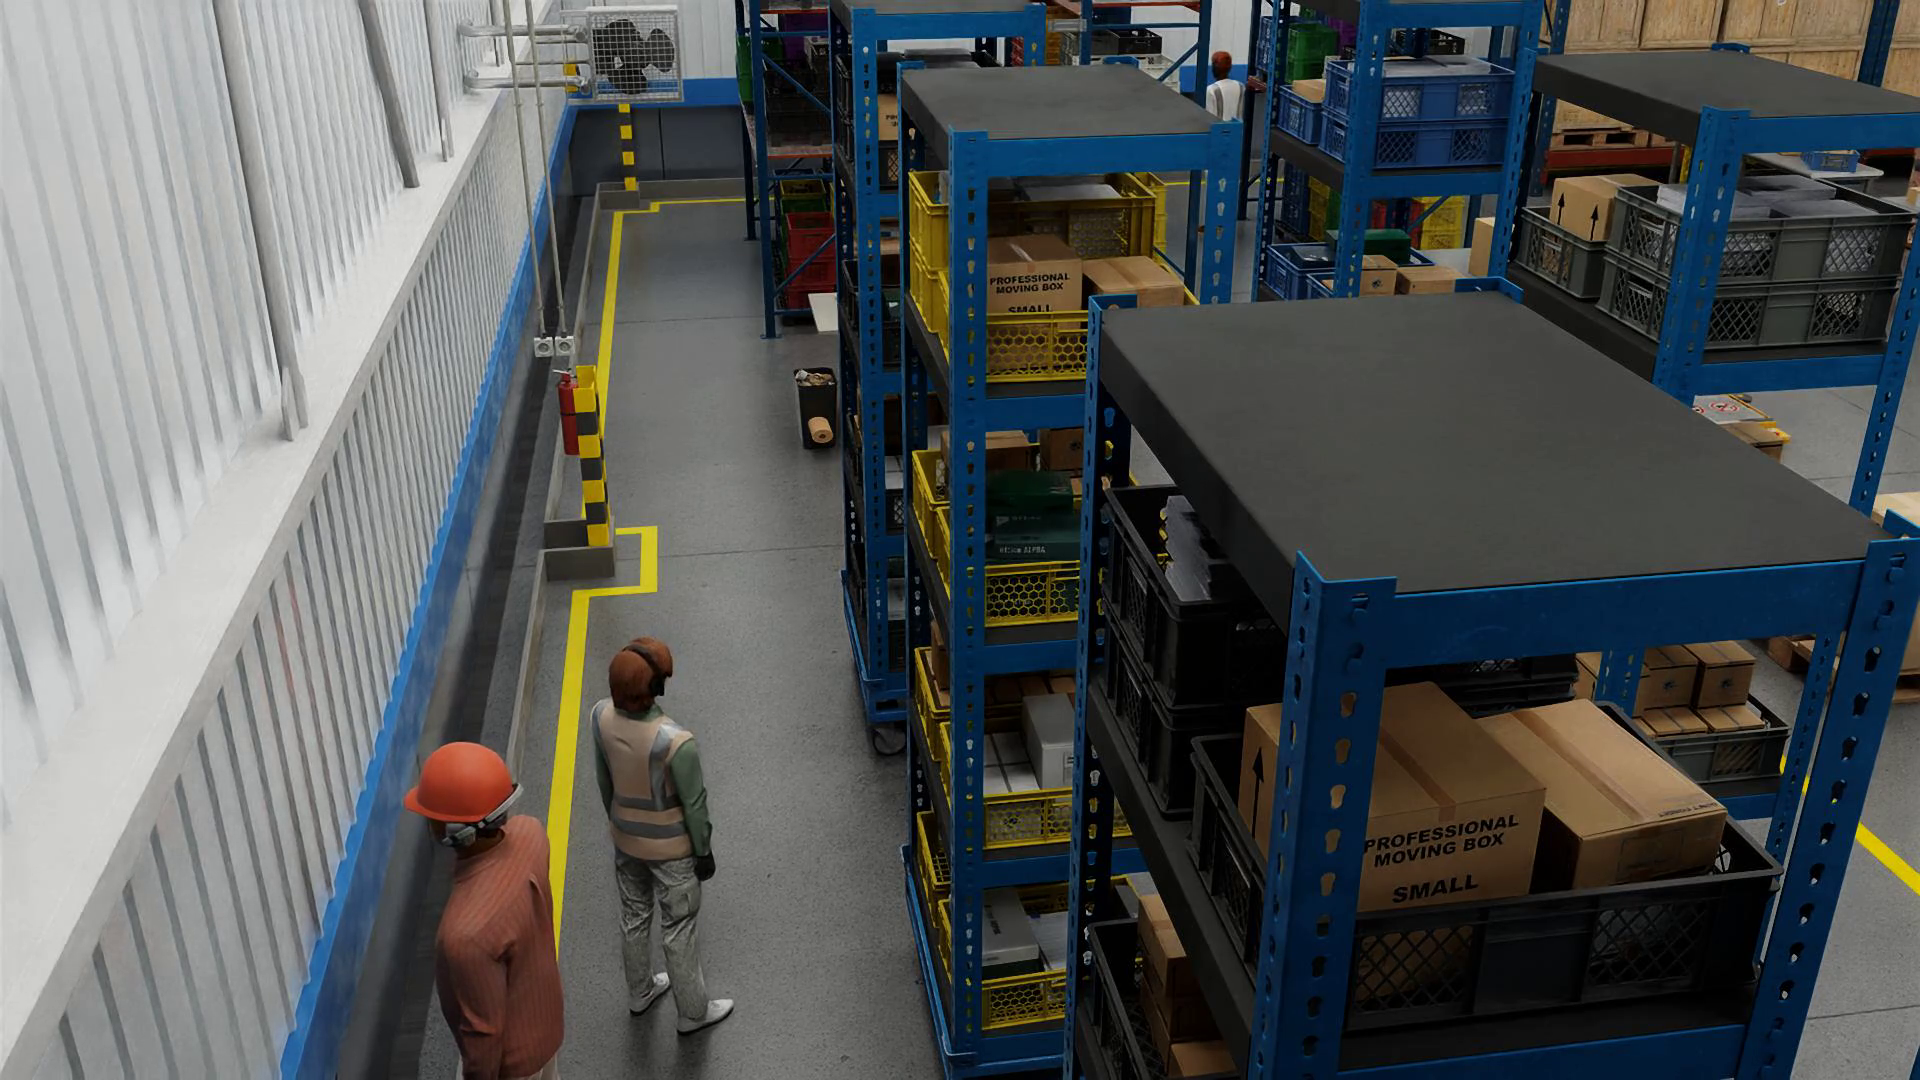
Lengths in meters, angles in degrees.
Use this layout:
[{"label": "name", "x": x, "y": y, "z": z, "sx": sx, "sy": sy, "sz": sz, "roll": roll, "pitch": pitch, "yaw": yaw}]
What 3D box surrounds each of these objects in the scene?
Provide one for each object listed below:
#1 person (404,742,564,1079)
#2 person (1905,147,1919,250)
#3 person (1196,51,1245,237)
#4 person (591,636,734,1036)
[{"label": "person", "x": -1.370, "y": 1.477, "z": 5.008, "sx": 0.375, "sy": 1.995, "sz": 0.611, "roll": 1, "pitch": 25, "yaw": 2}, {"label": "person", "x": 9.945, "y": -3.894, "z": 16.797, "sx": 0.636, "sy": 1.903, "sz": 0.406, "roll": -4, "pitch": 25, "yaw": -9}, {"label": "person", "x": 2.690, "y": -4.112, "z": 17.287, "sx": 0.583, "sy": 1.882, "sz": 0.337, "roll": -20, "pitch": 31, "yaw": -36}, {"label": "person", "x": -1.131, "y": 1.115, "z": 6.208, "sx": 0.514, "sy": 1.644, "sz": 0.307, "roll": 15, "pitch": 29, "yaw": 29}]
